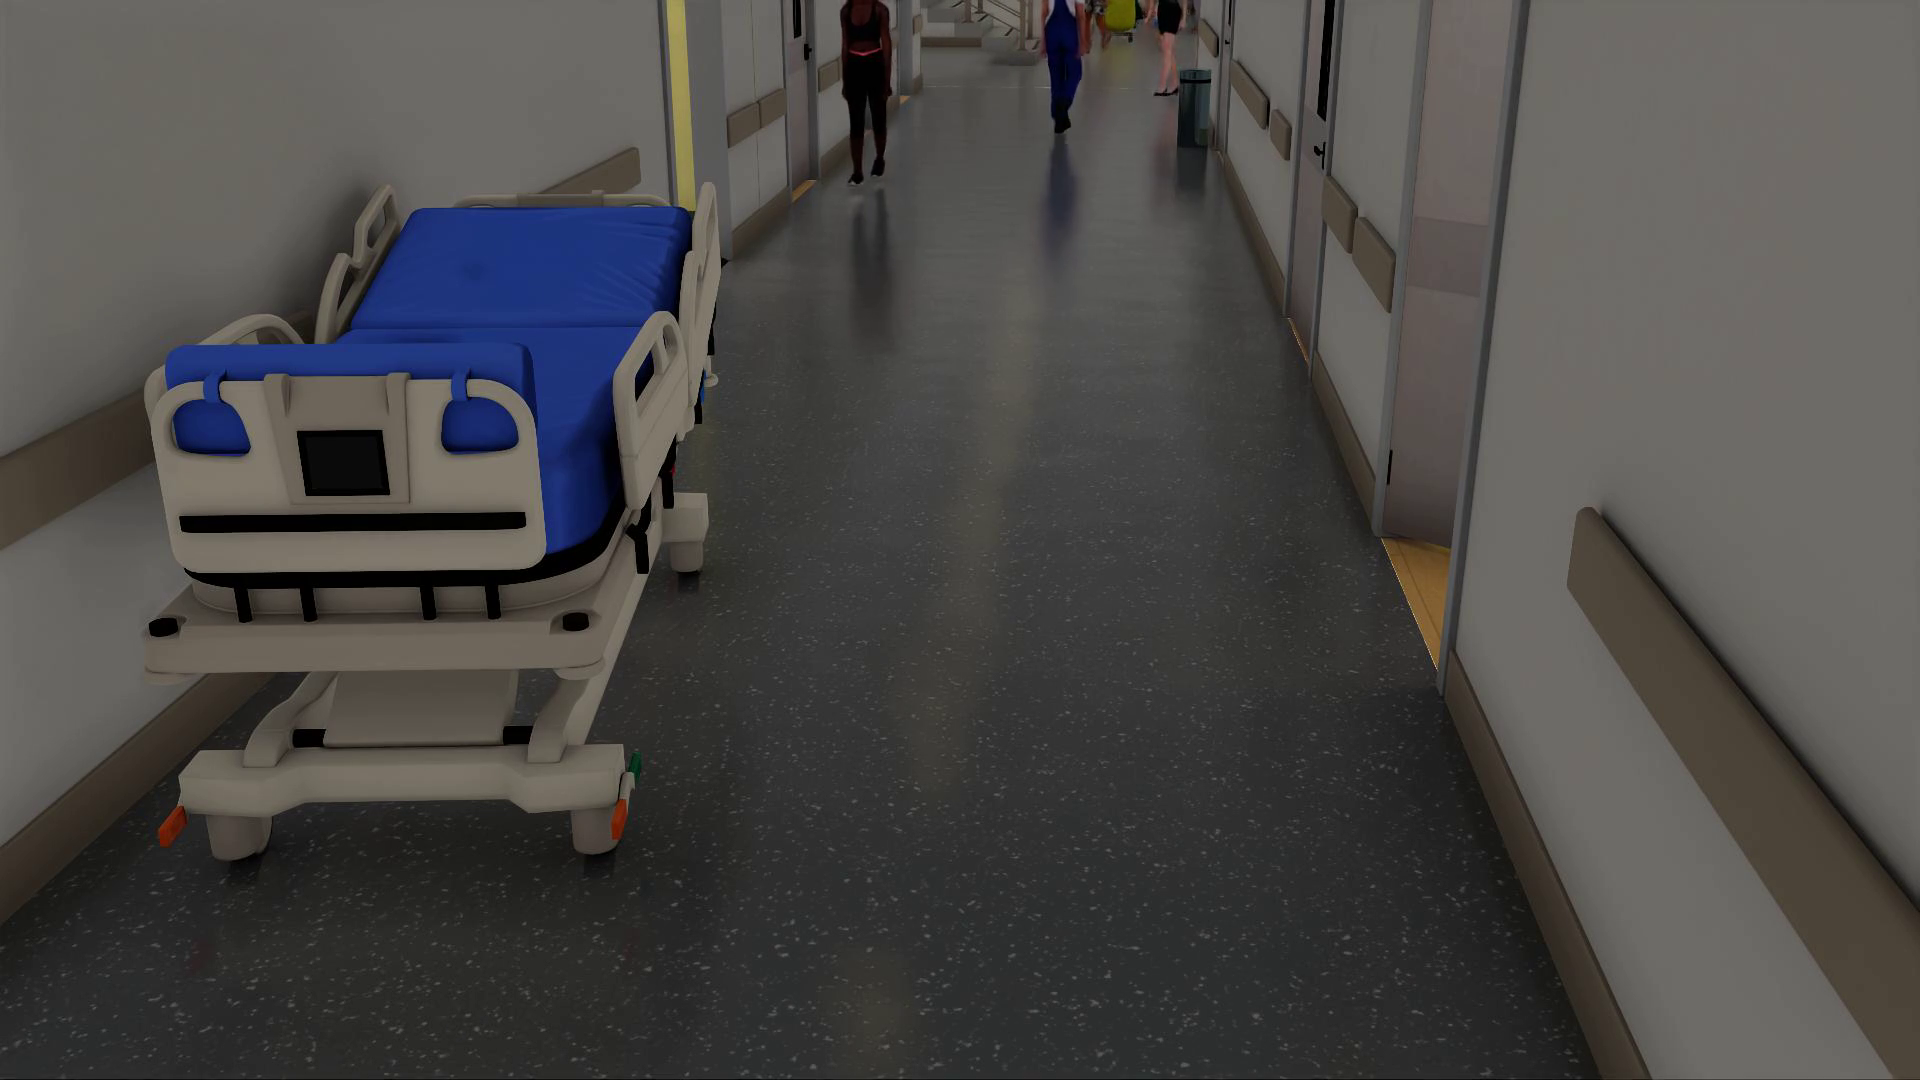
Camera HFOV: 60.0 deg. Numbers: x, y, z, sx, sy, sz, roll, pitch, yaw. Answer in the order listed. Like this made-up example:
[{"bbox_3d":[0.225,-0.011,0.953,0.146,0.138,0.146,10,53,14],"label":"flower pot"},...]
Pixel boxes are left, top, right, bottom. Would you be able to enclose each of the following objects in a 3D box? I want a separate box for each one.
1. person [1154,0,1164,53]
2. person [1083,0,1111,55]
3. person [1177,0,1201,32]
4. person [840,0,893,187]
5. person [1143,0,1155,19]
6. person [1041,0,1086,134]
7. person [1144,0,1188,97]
[{"bbox_3d":[3.252,-8.357,26.693,0.419,1.013,0.491,2,21,6],"label":"person"},{"bbox_3d":[2.149,-8.580,26.182,0.948,1.792,0.906,10,23,24],"label":"person"},{"bbox_3d":[4.349,-10.250,30.730,1.166,1.695,1.065,-14,25,-33],"label":"person"},{"bbox_3d":[-0.727,-3.780,13.626,1.117,1.709,0.711,3,21,9],"label":"person"},{"bbox_3d":[4.010,-11.901,35.277,0.729,1.553,0.670,15,25,34],"label":"person"},{"bbox_3d":[1.004,-5.007,16.691,0.925,1.833,0.786,6,21,15],"label":"person"},{"bbox_3d":[2.583,-6.277,20.081,0.963,1.806,0.919,-18,27,-39],"label":"person"}]
